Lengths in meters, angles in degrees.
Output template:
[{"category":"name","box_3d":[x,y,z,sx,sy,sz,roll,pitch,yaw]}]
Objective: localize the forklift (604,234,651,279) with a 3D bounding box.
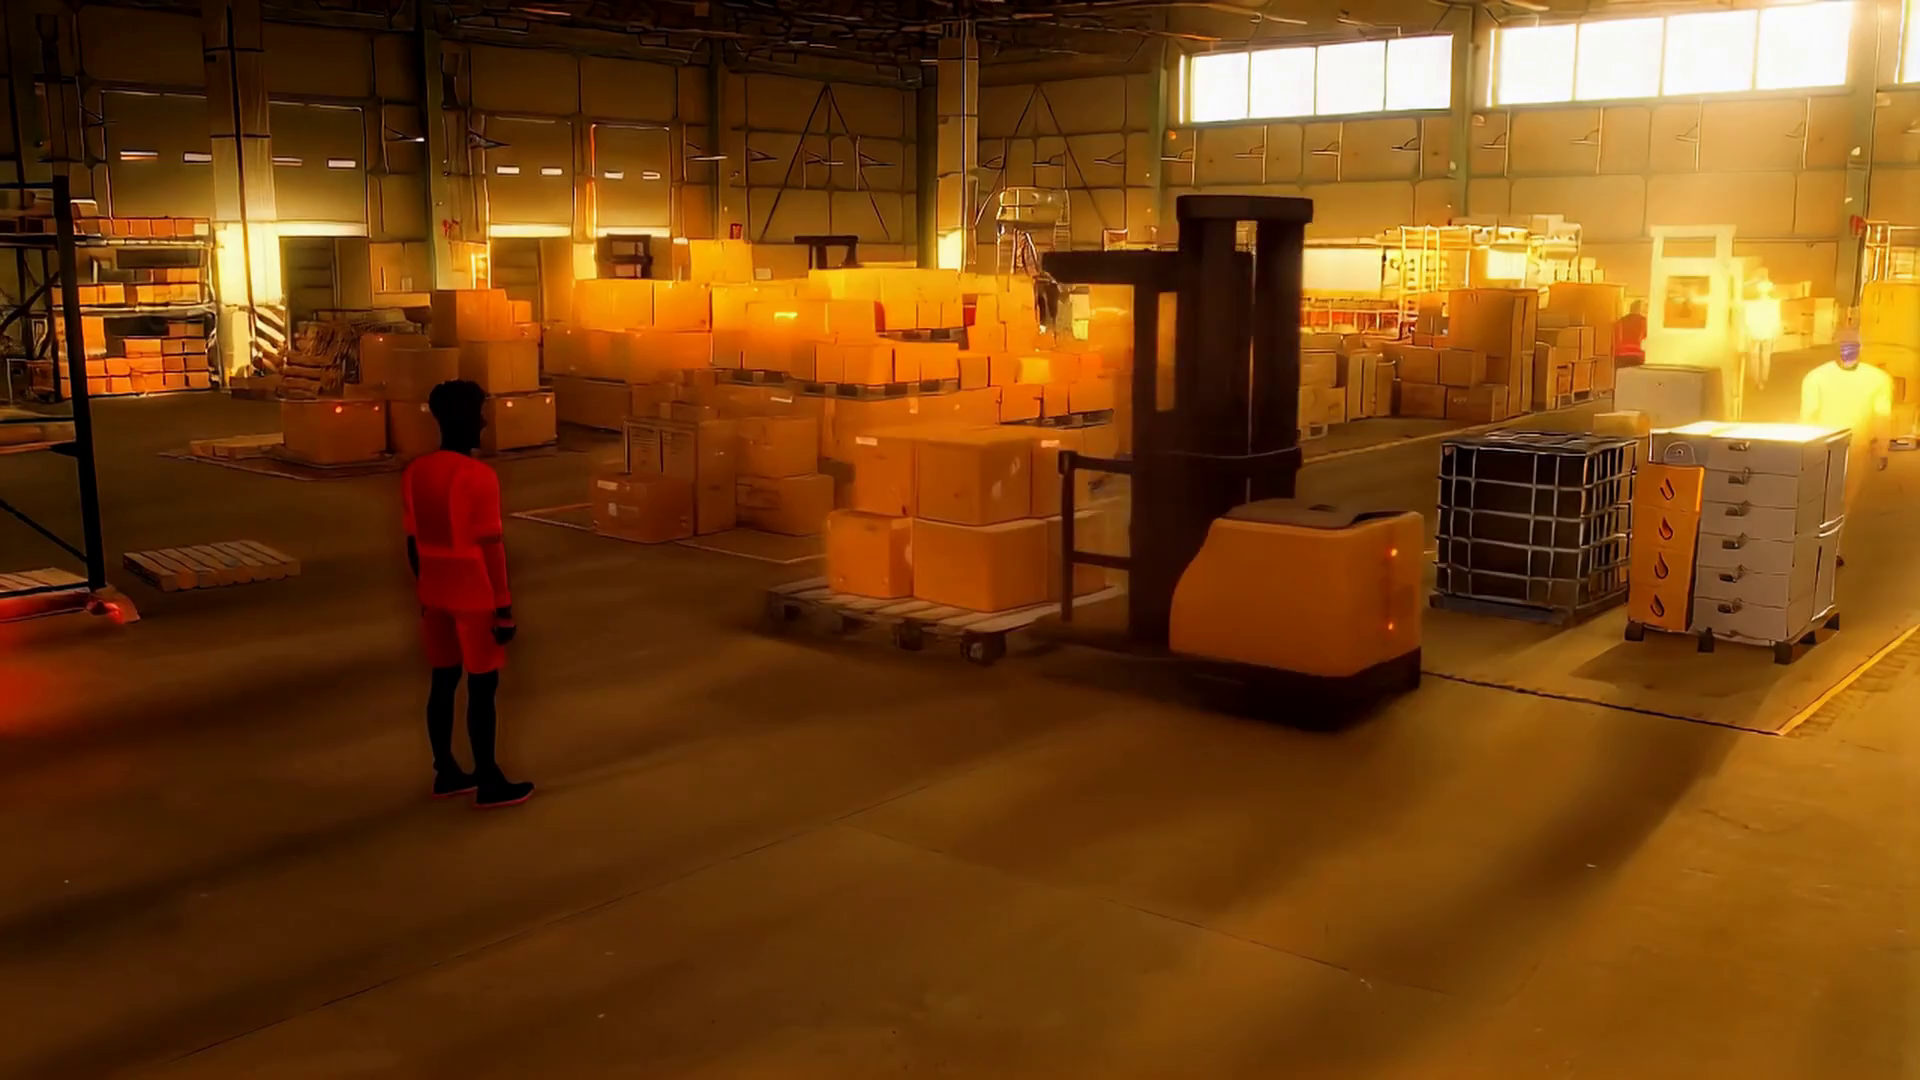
[{"category":"forklift","box_3d":[-6.969,-5.043,35.102,1.129,2.768,1.873,0,10,-1]}]

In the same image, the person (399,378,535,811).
[{"category":"person","box_3d":[-2.255,0.250,7.567,0.603,1.967,0.367,6,12,32]}]

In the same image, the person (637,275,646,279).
[{"category":"person","box_3d":[-7.521,-5.297,39.290,0.381,1.918,0.585,8,13,39]}]

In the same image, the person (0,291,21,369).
[{"category":"person","box_3d":[-19.176,-4.165,33.481,0.541,1.682,0.458,-3,10,-17]}]

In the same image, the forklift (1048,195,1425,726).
[{"category":"forklift","box_3d":[1.593,-0.531,9.417,1.873,2.768,1.129,8,13,40]}]

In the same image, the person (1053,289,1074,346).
[{"category":"person","box_3d":[2.212,-4.522,35.509,0.371,1.682,0.546,-8,13,-39]}]

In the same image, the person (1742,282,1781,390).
[{"category":"person","box_3d":[14.550,-3.712,30.236,0.610,1.943,1.058,5,11,27]}]

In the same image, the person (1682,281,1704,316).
[{"category":"person","box_3d":[14.585,-4.196,33.078,0.936,1.889,0.562,1,10,8]}]

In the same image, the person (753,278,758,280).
[{"category":"person","box_3d":[-4.115,-4.298,33.546,0.373,1.940,0.629,-1,10,-5]}]

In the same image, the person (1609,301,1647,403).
[{"category":"person","box_3d":[9.726,-2.564,24.145,0.620,1.781,1.019,5,11,26]}]

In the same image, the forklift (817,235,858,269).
[{"category":"forklift","box_3d":[-2.797,-5.560,38.047,1.129,2.768,1.873,4,11,23]}]

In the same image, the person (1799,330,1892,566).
[{"category":"person","box_3d":[6.986,-0.687,13.107,0.635,1.901,0.950,2,10,14]}]

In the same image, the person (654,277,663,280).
[{"category":"person","box_3d":[-6.504,-4.725,36.017,0.636,1.930,0.371,-4,11,-23]}]

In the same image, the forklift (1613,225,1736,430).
[{"category":"forklift","box_3d":[8.974,-2.500,20.623,1.129,2.768,1.873,8,13,40]}]

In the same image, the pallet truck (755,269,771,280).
[{"category":"pallet truck","box_3d":[-4.996,-6.432,45.525,1.885,1.965,0.823,-6,12,-32]}]
